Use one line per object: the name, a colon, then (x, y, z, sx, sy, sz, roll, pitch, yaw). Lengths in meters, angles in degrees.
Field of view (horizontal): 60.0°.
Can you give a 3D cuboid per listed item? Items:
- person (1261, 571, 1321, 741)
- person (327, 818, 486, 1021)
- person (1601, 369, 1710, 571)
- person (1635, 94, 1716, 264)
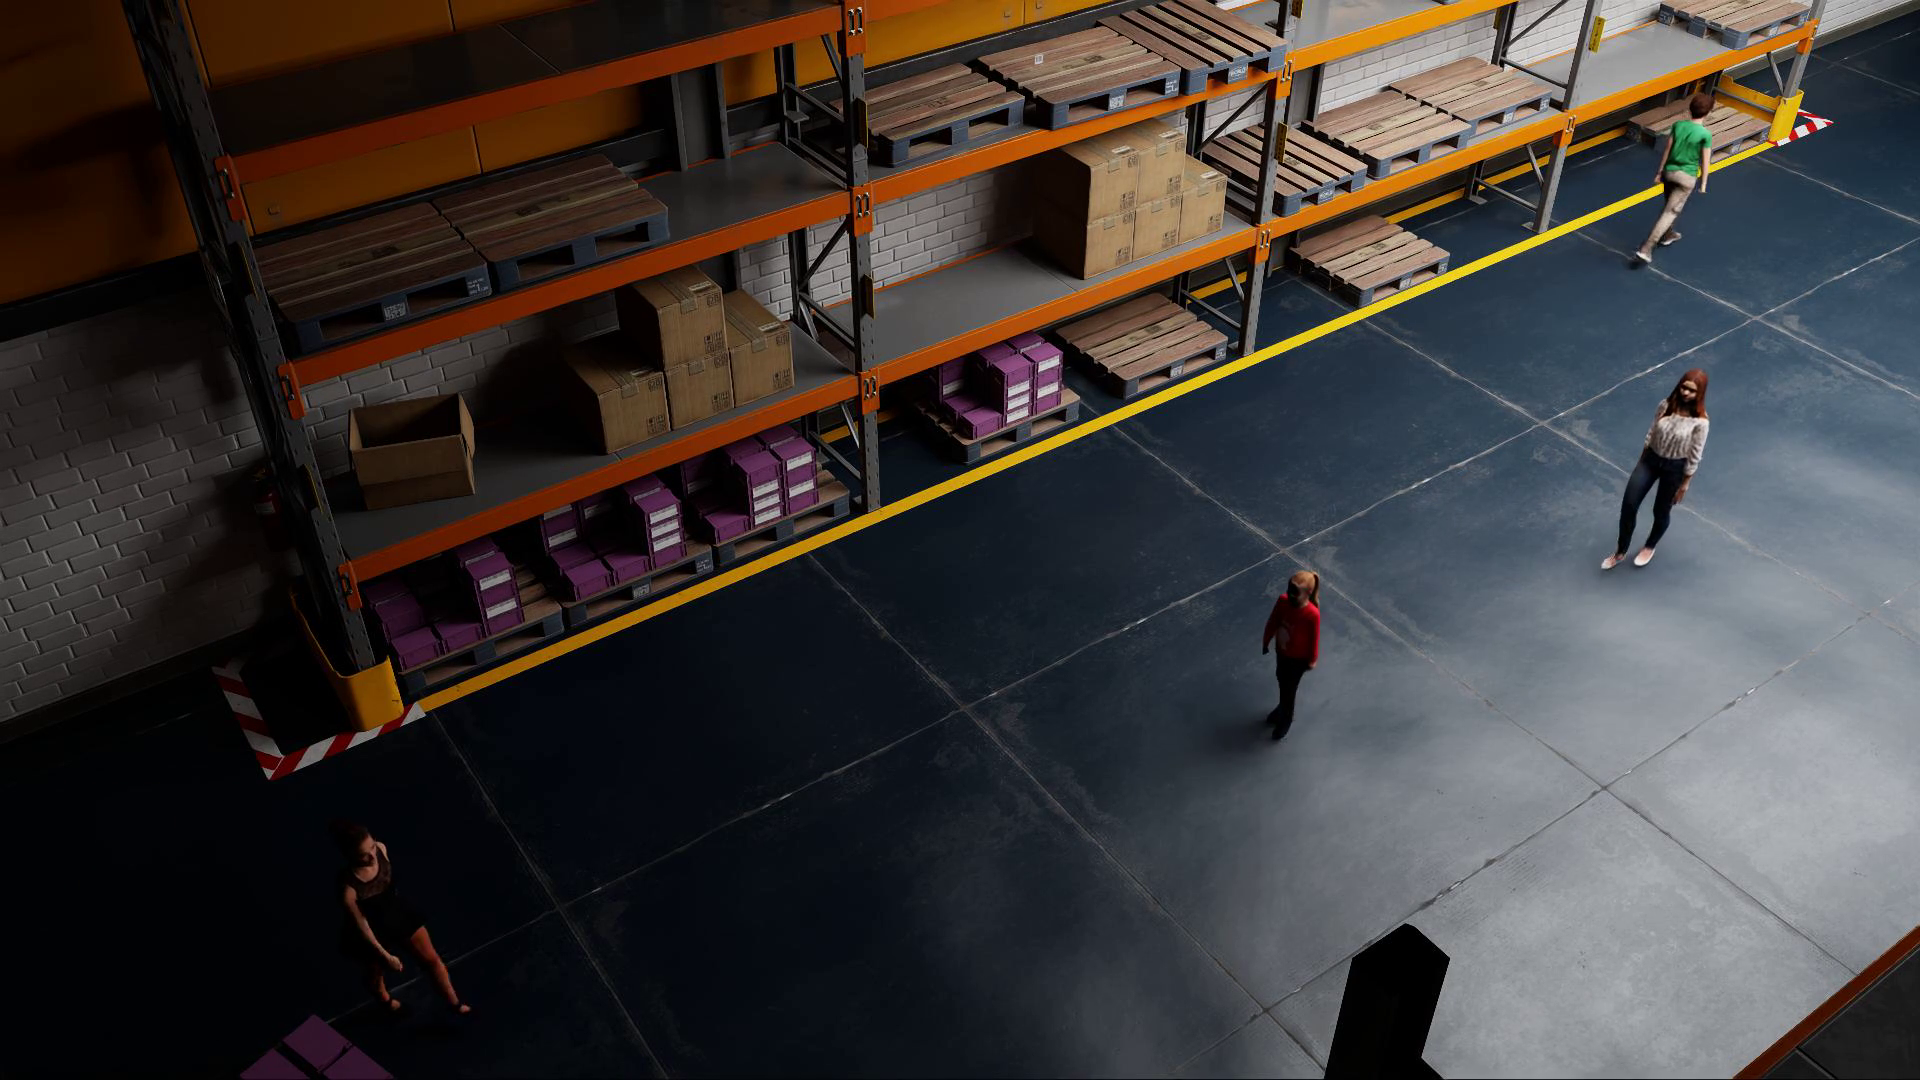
person: (2.233, 0.698, 10.979, 0.599, 1.274, 0.554, -31, 48, -33)
person: (-3.206, 2.065, 8.960, 0.917, 1.656, 0.921, 14, 41, 17)
person: (5.200, -0.542, 12.180, 0.783, 1.712, 0.646, -30, 47, -32)
person: (6.815, -3.419, 15.853, 1.122, 1.624, 0.665, -27, 46, -30)
